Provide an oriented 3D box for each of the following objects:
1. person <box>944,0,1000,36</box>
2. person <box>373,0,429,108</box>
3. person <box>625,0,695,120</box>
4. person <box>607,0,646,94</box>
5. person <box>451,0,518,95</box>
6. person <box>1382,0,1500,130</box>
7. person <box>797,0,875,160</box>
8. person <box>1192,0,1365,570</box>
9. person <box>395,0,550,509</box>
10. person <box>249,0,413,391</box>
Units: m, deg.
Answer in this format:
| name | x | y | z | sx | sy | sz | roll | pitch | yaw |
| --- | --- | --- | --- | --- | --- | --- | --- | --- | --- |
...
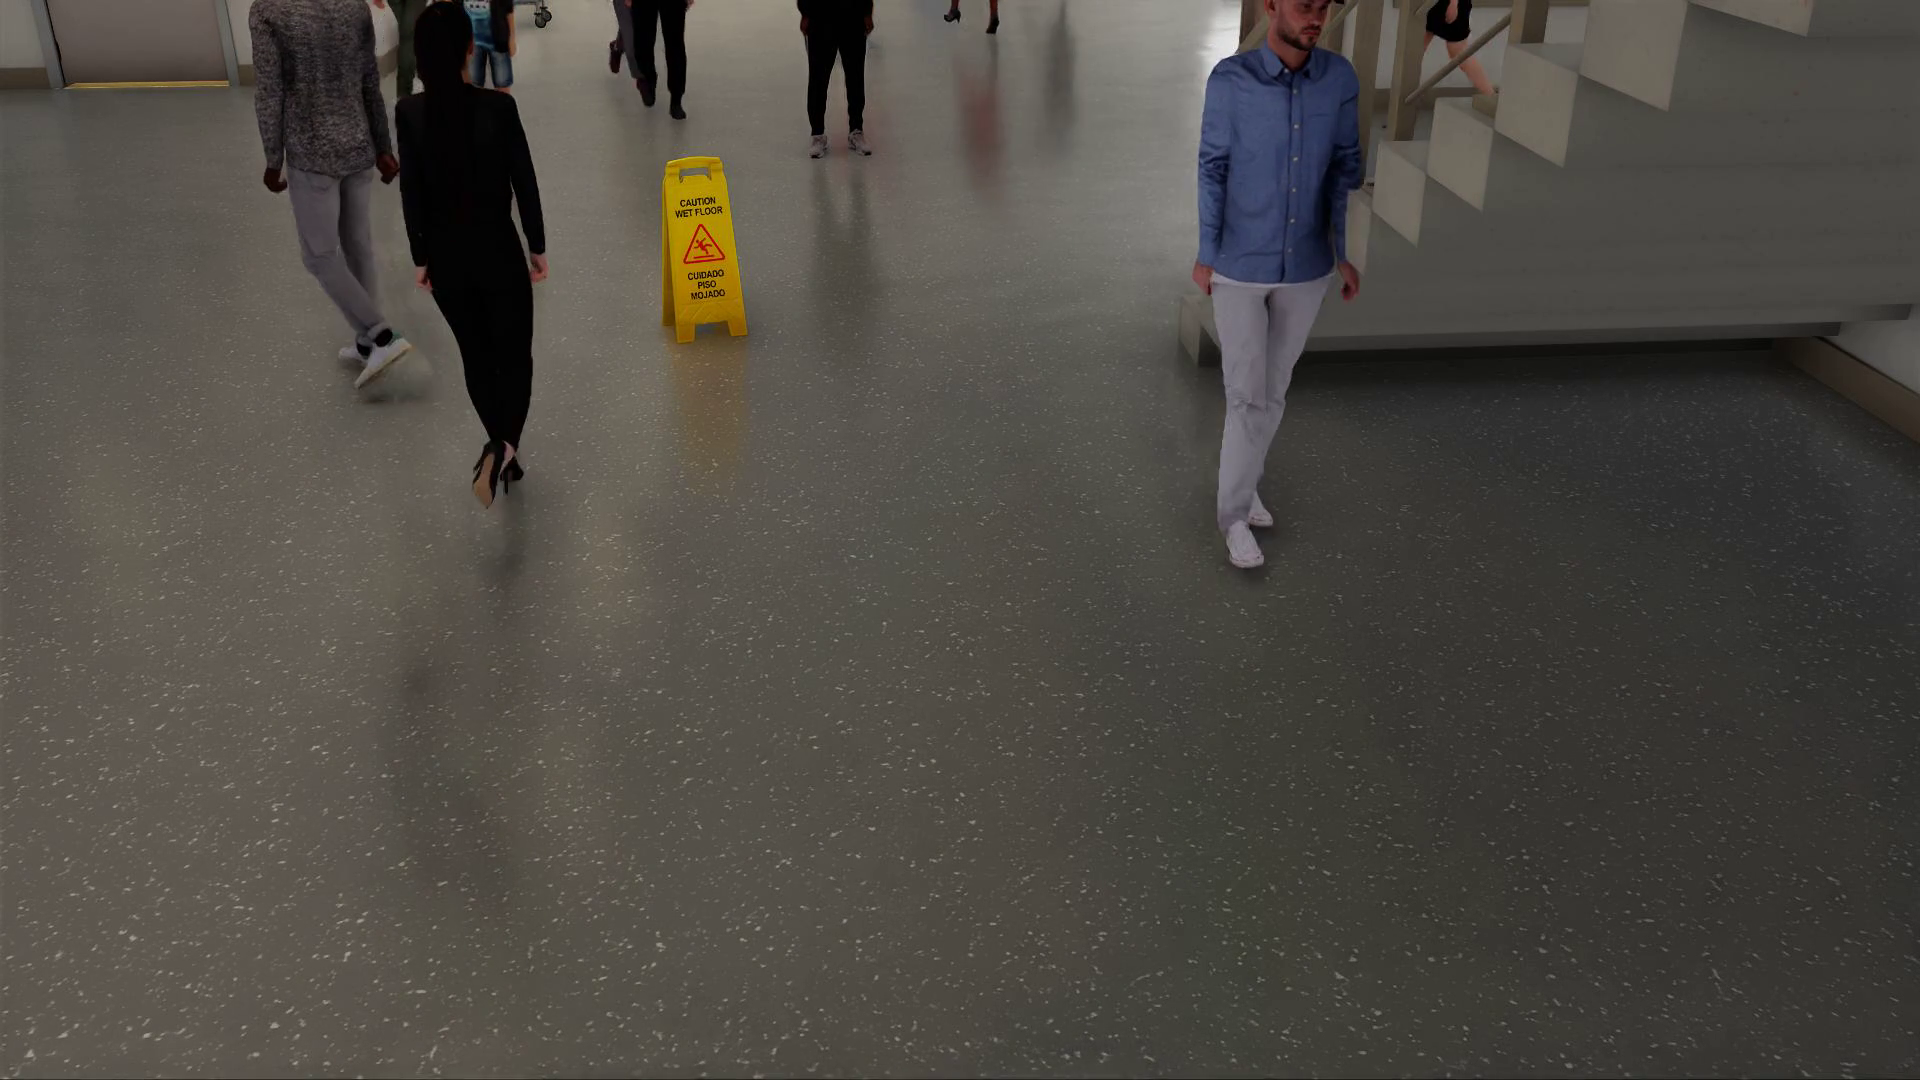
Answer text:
| name | x | y | z | sx | sy | sz | roll | pitch | yaw |
| --- | --- | --- | --- | --- | --- | --- | --- | --- | --- |
| person | 0.207 | -5.335 | 14.692 | 0.867 | 1.712 | 1.094 | -14 | 29 | -26 |
| person | -3.912 | -3.818 | 11.669 | 0.739 | 1.607 | 1.178 | 3 | 26 | 5 |
| person | -2.106 | -3.850 | 11.573 | 0.698 | 1.746 | 0.820 | -6 | 26 | -12 |
| person | -2.509 | -4.221 | 12.394 | 0.938 | 1.703 | 1.188 | -15 | 30 | -28 |
| person | -2.996 | -3.185 | 10.552 | 0.547 | 1.436 | 0.700 | -3 | 26 | -6 |
| person | 3.289 | -3.498 | 10.945 | 0.704 | 1.657 | 0.990 | -4 | 26 | -9 |
| person | -0.789 | -3.378 | 10.502 | 0.688 | 1.828 | 0.608 | -6 | 26 | -13 |
| person | 0.979 | -0.910 | 5.347 | 0.698 | 1.860 | 0.900 | -4 | 26 | -9 |
| person | -1.575 | -0.858 | 5.429 | 0.599 | 1.694 | 0.962 | -3 | 26 | -7 |
| person | -2.477 | -1.512 | 6.647 | 1.026 | 1.814 | 0.974 | 15 | 30 | 29 |
